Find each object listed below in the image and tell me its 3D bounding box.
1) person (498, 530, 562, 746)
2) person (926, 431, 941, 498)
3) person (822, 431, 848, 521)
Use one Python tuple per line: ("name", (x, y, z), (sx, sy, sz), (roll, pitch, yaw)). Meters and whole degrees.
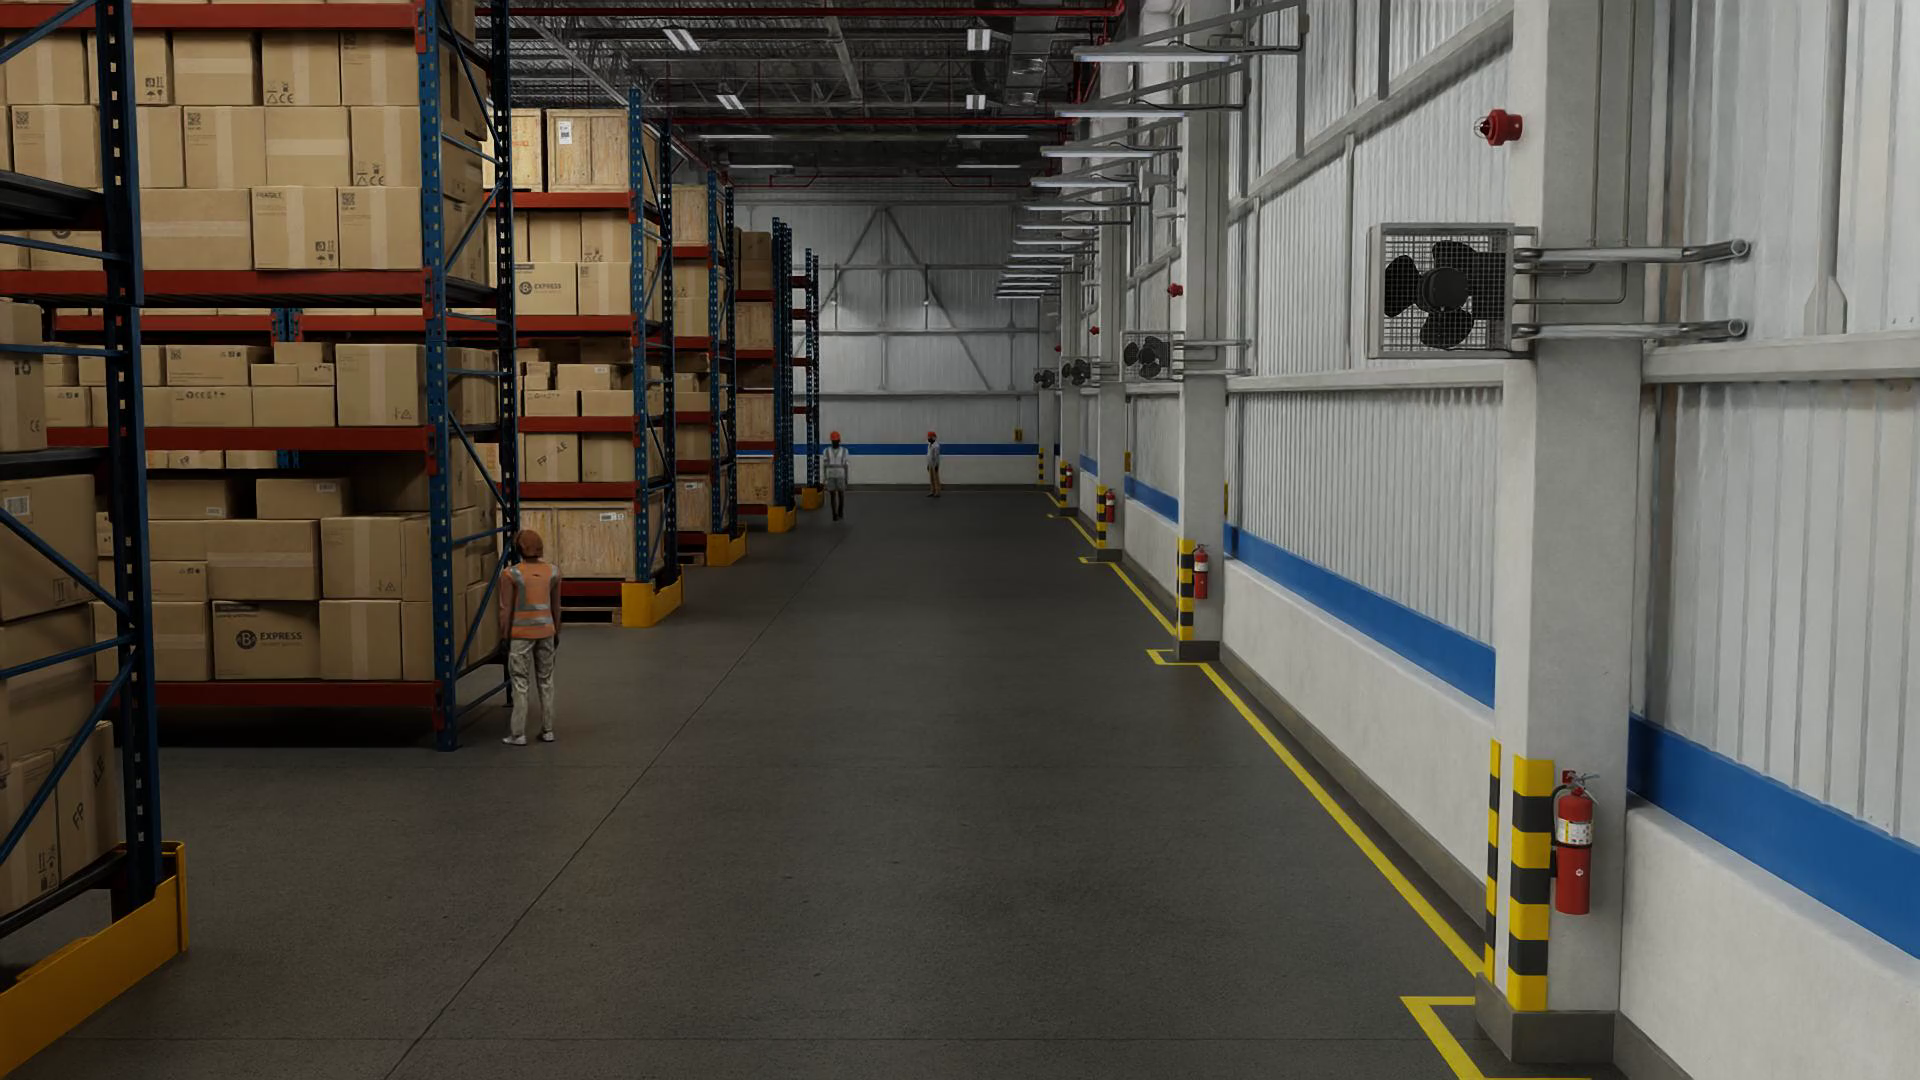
("person", (-3.235, 0.734, 12.557), (0.323, 1.630, 0.525), (5, 7, 44))
("person", (-0.724, -1.970, 43.437), (0.361, 1.742, 0.563), (-3, 6, -28))
("person", (-2.642, -1.346, 35.126), (0.559, 1.914, 0.582), (0, 5, -2))
